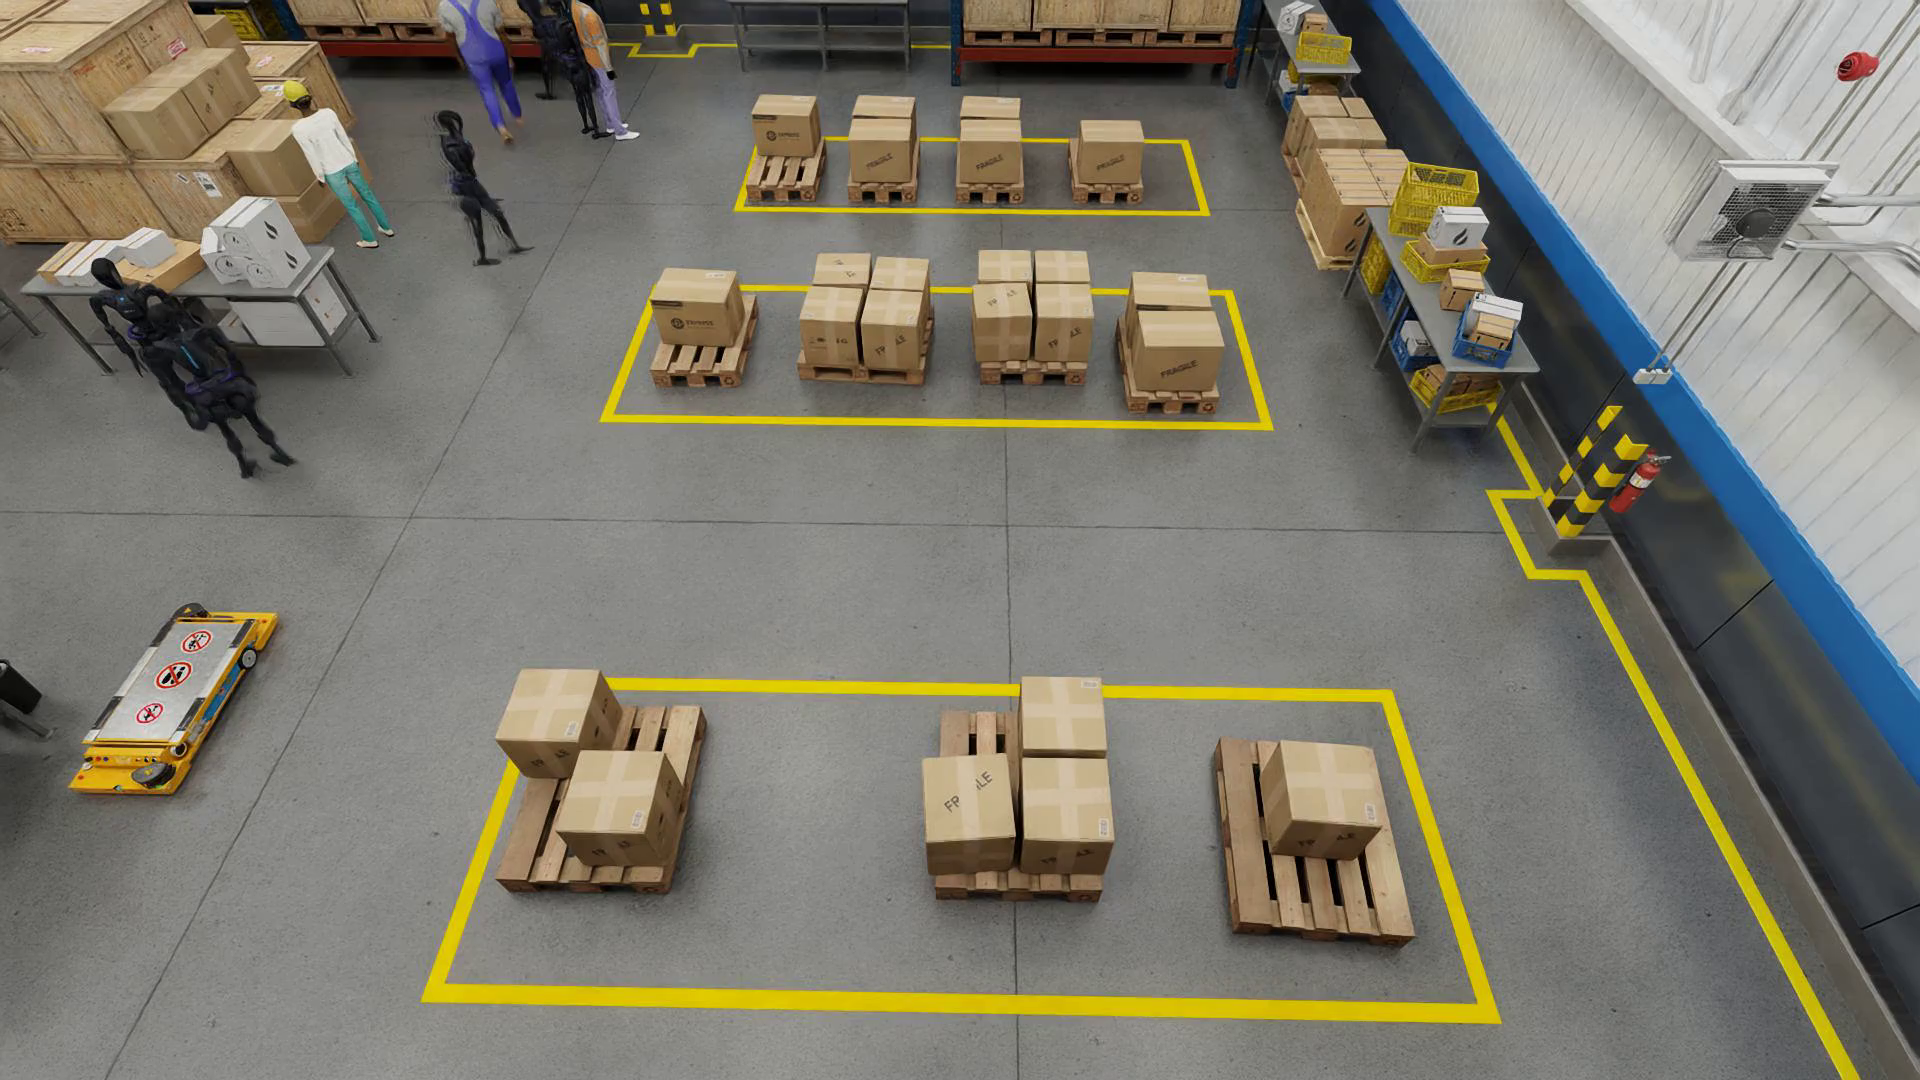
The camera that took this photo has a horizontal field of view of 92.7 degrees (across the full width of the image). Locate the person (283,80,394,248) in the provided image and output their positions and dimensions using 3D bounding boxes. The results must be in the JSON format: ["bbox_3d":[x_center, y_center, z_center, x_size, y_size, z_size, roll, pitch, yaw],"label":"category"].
[{"bbox_3d":[-6.626,-3.965,9.740,0.311,1.768,0.522,18,52,15],"label":"person"}]

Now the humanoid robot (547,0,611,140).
[{"bbox_3d":[-4.773,-5.900,11.427,0.588,1.657,0.328,37,59,27],"label":"humanoid robot"}]

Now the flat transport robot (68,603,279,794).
[{"bbox_3d":[-5.504,1.072,6.442,0.652,0.197,1.431,1,50,1],"label":"flat transport robot"}]

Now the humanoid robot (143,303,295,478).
[{"bbox_3d":[-6.080,-1.211,7.469,0.582,1.635,0.429,-37,59,-27],"label":"humanoid robot"}]

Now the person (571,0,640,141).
[{"bbox_3d":[-4.444,-5.957,11.322,0.383,1.927,0.587,-29,56,-23],"label":"person"}]

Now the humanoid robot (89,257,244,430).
[{"bbox_3d":[-6.805,-1.663,7.844,0.601,1.653,0.327,-23,54,-19],"label":"humanoid robot"}]

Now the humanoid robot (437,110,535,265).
[{"bbox_3d":[-5.007,-3.623,9.523,0.696,1.626,0.553,-6,50,-5],"label":"humanoid robot"}]

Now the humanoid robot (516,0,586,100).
[{"bbox_3d":[-5.501,-6.696,12.144,0.751,1.609,0.581,-6,50,-5],"label":"humanoid robot"}]

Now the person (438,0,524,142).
[{"bbox_3d":[-5.879,-6.017,11.299,0.684,2.000,0.904,-18,52,-14],"label":"person"}]
